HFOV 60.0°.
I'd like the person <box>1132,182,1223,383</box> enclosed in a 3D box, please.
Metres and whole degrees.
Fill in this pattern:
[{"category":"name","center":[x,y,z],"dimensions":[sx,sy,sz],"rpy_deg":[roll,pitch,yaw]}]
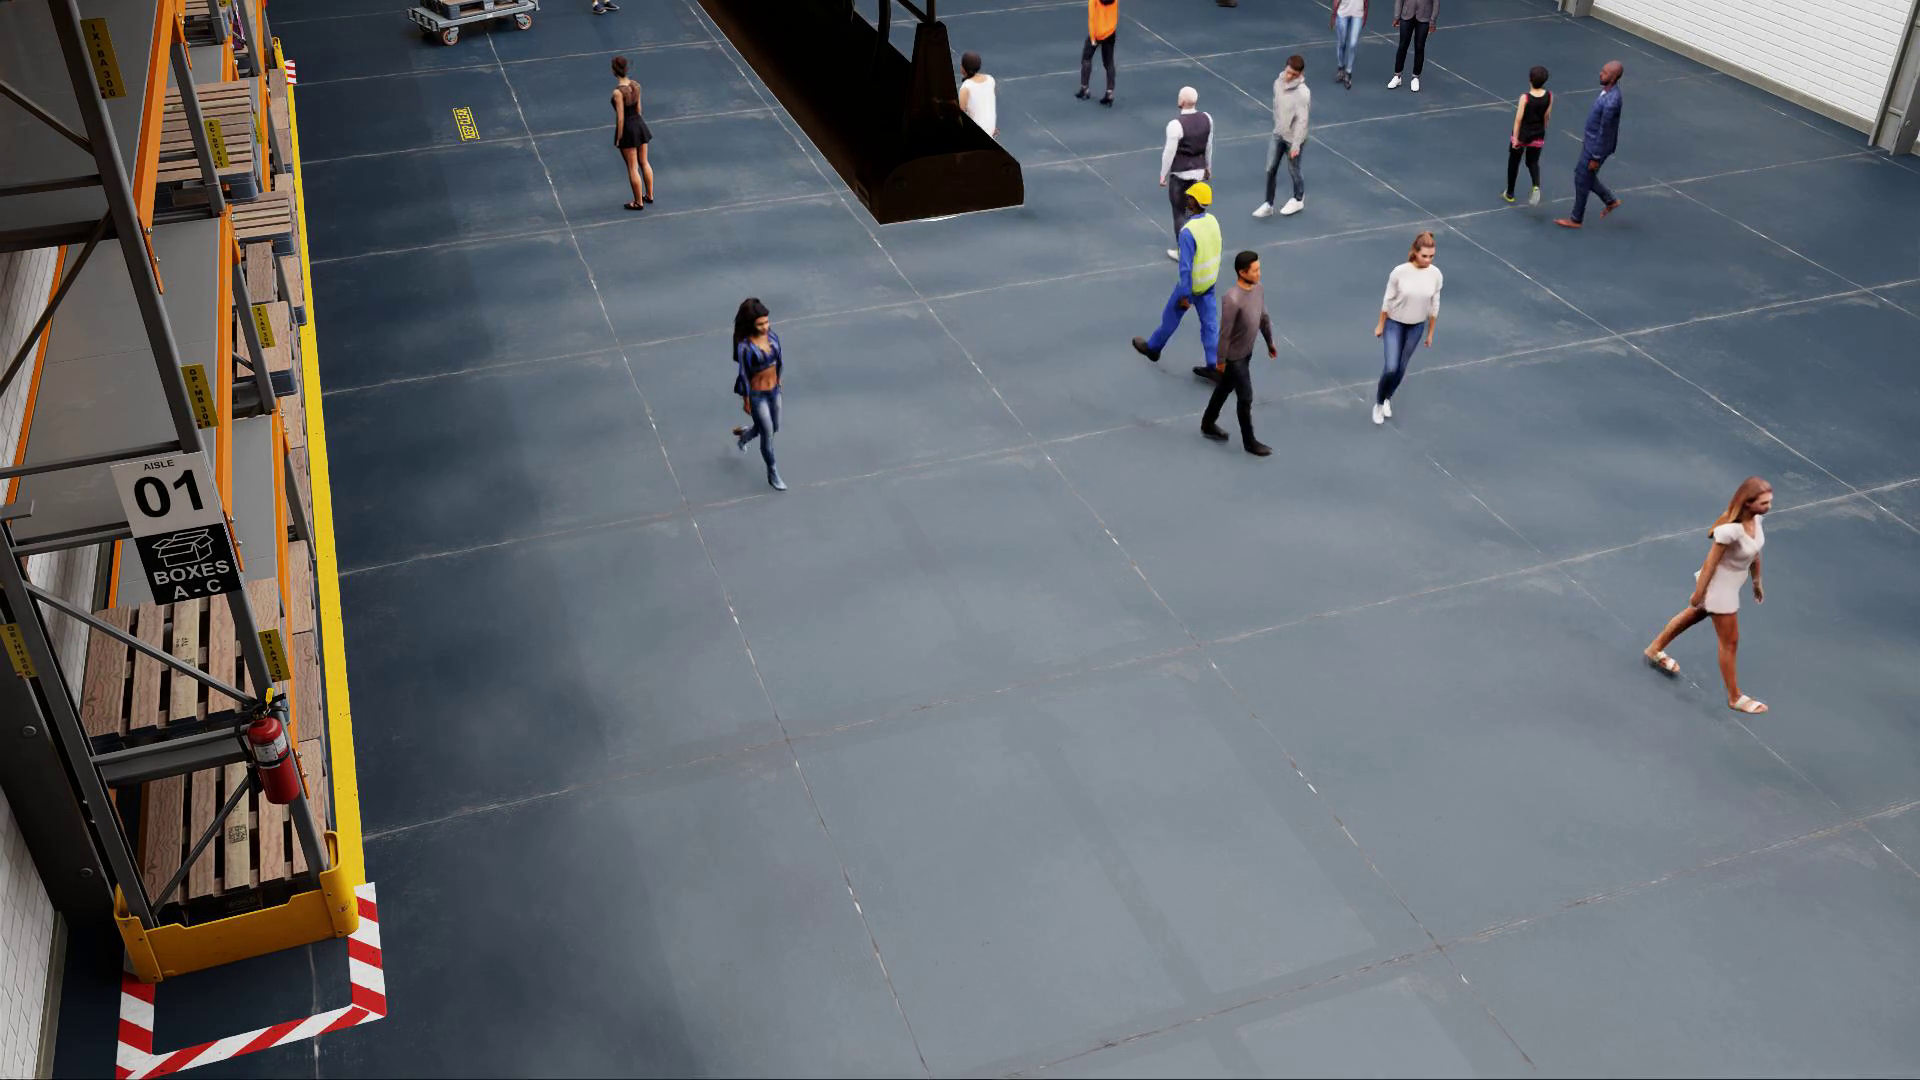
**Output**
[{"category":"person","center":[2.139,-2.217,14.611],"dimensions":[1.272,1.766,1.011],"rpy_deg":[28,43,35]}]

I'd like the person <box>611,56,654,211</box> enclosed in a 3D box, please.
[{"category":"person","center":[-3.563,-4.414,17.998],"dimensions":[0.734,1.677,0.680],"rpy_deg":[16,37,23]}]

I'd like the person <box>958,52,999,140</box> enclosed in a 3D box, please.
[{"category":"person","center":[0.214,-4.409,18.002],"dimensions":[1.051,1.664,0.929],"rpy_deg":[22,40,30]}]

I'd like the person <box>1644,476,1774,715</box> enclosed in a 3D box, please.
[{"category":"person","center":[4.947,0.278,10.970],"dimensions":[0.874,1.642,1.203],"rpy_deg":[-26,42,-34]}]

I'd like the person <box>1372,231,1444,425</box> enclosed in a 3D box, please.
[{"category":"person","center":[3.753,-1.834,14.088],"dimensions":[0.738,1.708,0.762],"rpy_deg":[2,34,3]}]

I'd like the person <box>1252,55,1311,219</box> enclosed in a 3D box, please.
[{"category":"person","center":[3.556,-4.307,17.725],"dimensions":[0.960,1.800,1.015],"rpy_deg":[-21,39,-28]}]

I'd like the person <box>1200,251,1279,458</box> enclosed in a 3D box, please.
[{"category":"person","center":[2.204,-1.572,13.664],"dimensions":[1.096,1.740,0.974],"rpy_deg":[-15,36,-21]}]

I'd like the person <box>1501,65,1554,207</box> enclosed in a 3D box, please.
[{"category":"person","center":[6.198,-4.355,18.034],"dimensions":[0.686,1.537,0.902],"rpy_deg":[-3,34,-4]}]

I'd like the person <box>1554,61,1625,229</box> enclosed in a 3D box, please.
[{"category":"person","center":[6.768,-4.138,17.470],"dimensions":[0.985,1.801,0.965],"rpy_deg":[8,34,12]}]

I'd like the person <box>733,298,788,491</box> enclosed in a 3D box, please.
[{"category":"person","center":[-1.608,-1.166,13.176],"dimensions":[0.993,1.604,0.844],"rpy_deg":[28,43,35]}]

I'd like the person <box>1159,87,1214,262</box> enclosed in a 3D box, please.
[{"category":"person","center":[2.320,-3.618,16.677],"dimensions":[0.779,1.812,0.724],"rpy_deg":[-20,38,-27]}]

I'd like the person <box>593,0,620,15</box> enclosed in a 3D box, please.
[{"category":"person","center":[-5.268,-8.593,24.198],"dimensions":[0.706,1.773,0.683],"rpy_deg":[21,39,28]}]

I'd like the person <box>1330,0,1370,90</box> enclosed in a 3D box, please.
[{"category":"person","center":[5.049,-6.771,21.522],"dimensions":[0.876,1.701,0.975],"rpy_deg":[10,35,15]}]

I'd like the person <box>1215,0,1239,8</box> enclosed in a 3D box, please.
[{"category":"person","center":[3.933,-8.806,24.512],"dimensions":[0.771,1.781,0.658],"rpy_deg":[0,34,1]}]

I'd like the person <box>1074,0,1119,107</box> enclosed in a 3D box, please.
[{"category":"person","center":[1.832,-6.271,20.744],"dimensions":[0.738,1.729,0.870],"rpy_deg":[-21,39,-28]}]

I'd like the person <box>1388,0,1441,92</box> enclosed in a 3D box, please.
[{"category":"person","center":[5.851,-6.709,21.320],"dimensions":[0.794,1.821,0.847],"rpy_deg":[14,36,20]}]
